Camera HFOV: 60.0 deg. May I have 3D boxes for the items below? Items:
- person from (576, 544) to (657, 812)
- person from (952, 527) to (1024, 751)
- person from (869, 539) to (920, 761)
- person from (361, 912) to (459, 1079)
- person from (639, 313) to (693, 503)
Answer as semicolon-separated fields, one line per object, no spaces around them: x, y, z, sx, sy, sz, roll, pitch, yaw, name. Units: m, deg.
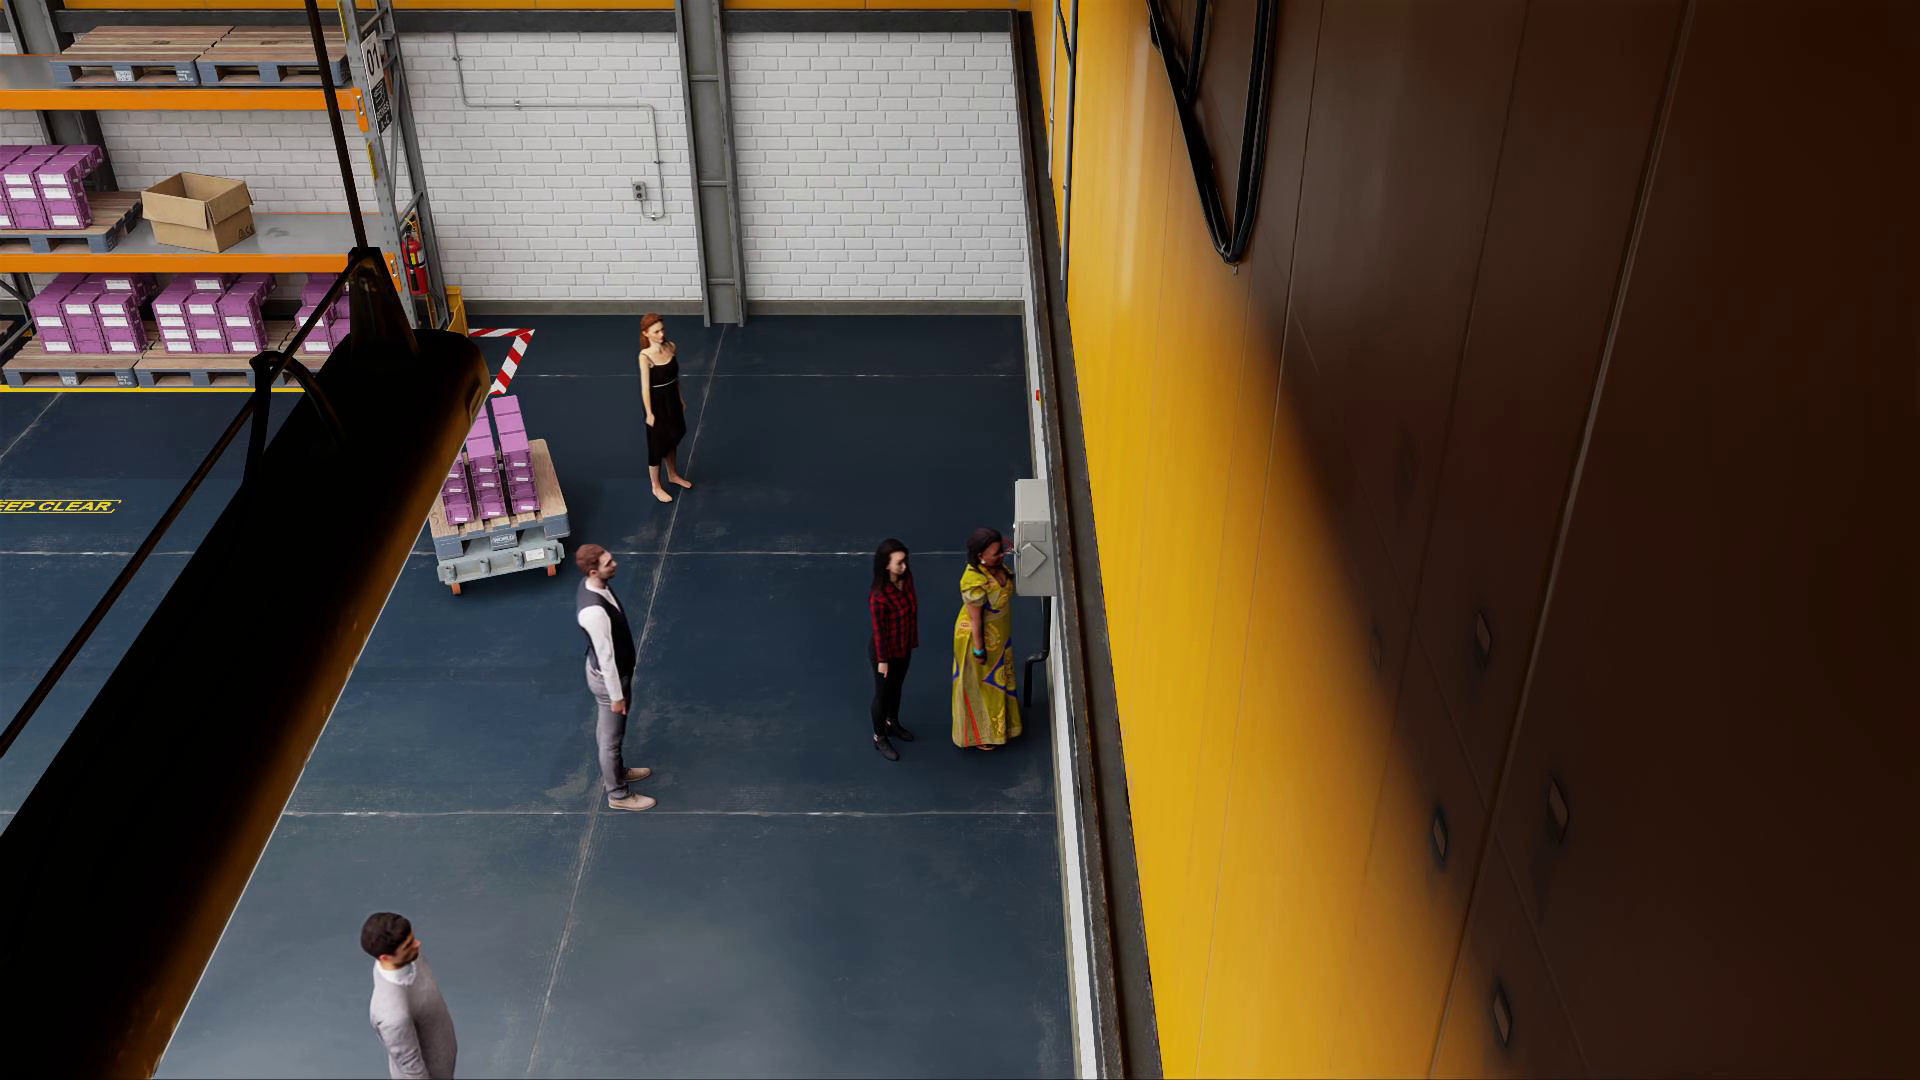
-2.195;0.829;10.385;0.632;1.938;0.711;-7;34;-10;person
0.156;0.617;10.955;0.877;1.660;0.930;8;34;12;person
-0.457;0.689;10.852;0.665;1.656;0.664;16;37;23;person
-2.559;2.478;7.919;0.727;1.923;0.807;-9;35;-13;person
-2.431;-1.107;13.582;0.719;1.624;0.675;21;39;28;person
